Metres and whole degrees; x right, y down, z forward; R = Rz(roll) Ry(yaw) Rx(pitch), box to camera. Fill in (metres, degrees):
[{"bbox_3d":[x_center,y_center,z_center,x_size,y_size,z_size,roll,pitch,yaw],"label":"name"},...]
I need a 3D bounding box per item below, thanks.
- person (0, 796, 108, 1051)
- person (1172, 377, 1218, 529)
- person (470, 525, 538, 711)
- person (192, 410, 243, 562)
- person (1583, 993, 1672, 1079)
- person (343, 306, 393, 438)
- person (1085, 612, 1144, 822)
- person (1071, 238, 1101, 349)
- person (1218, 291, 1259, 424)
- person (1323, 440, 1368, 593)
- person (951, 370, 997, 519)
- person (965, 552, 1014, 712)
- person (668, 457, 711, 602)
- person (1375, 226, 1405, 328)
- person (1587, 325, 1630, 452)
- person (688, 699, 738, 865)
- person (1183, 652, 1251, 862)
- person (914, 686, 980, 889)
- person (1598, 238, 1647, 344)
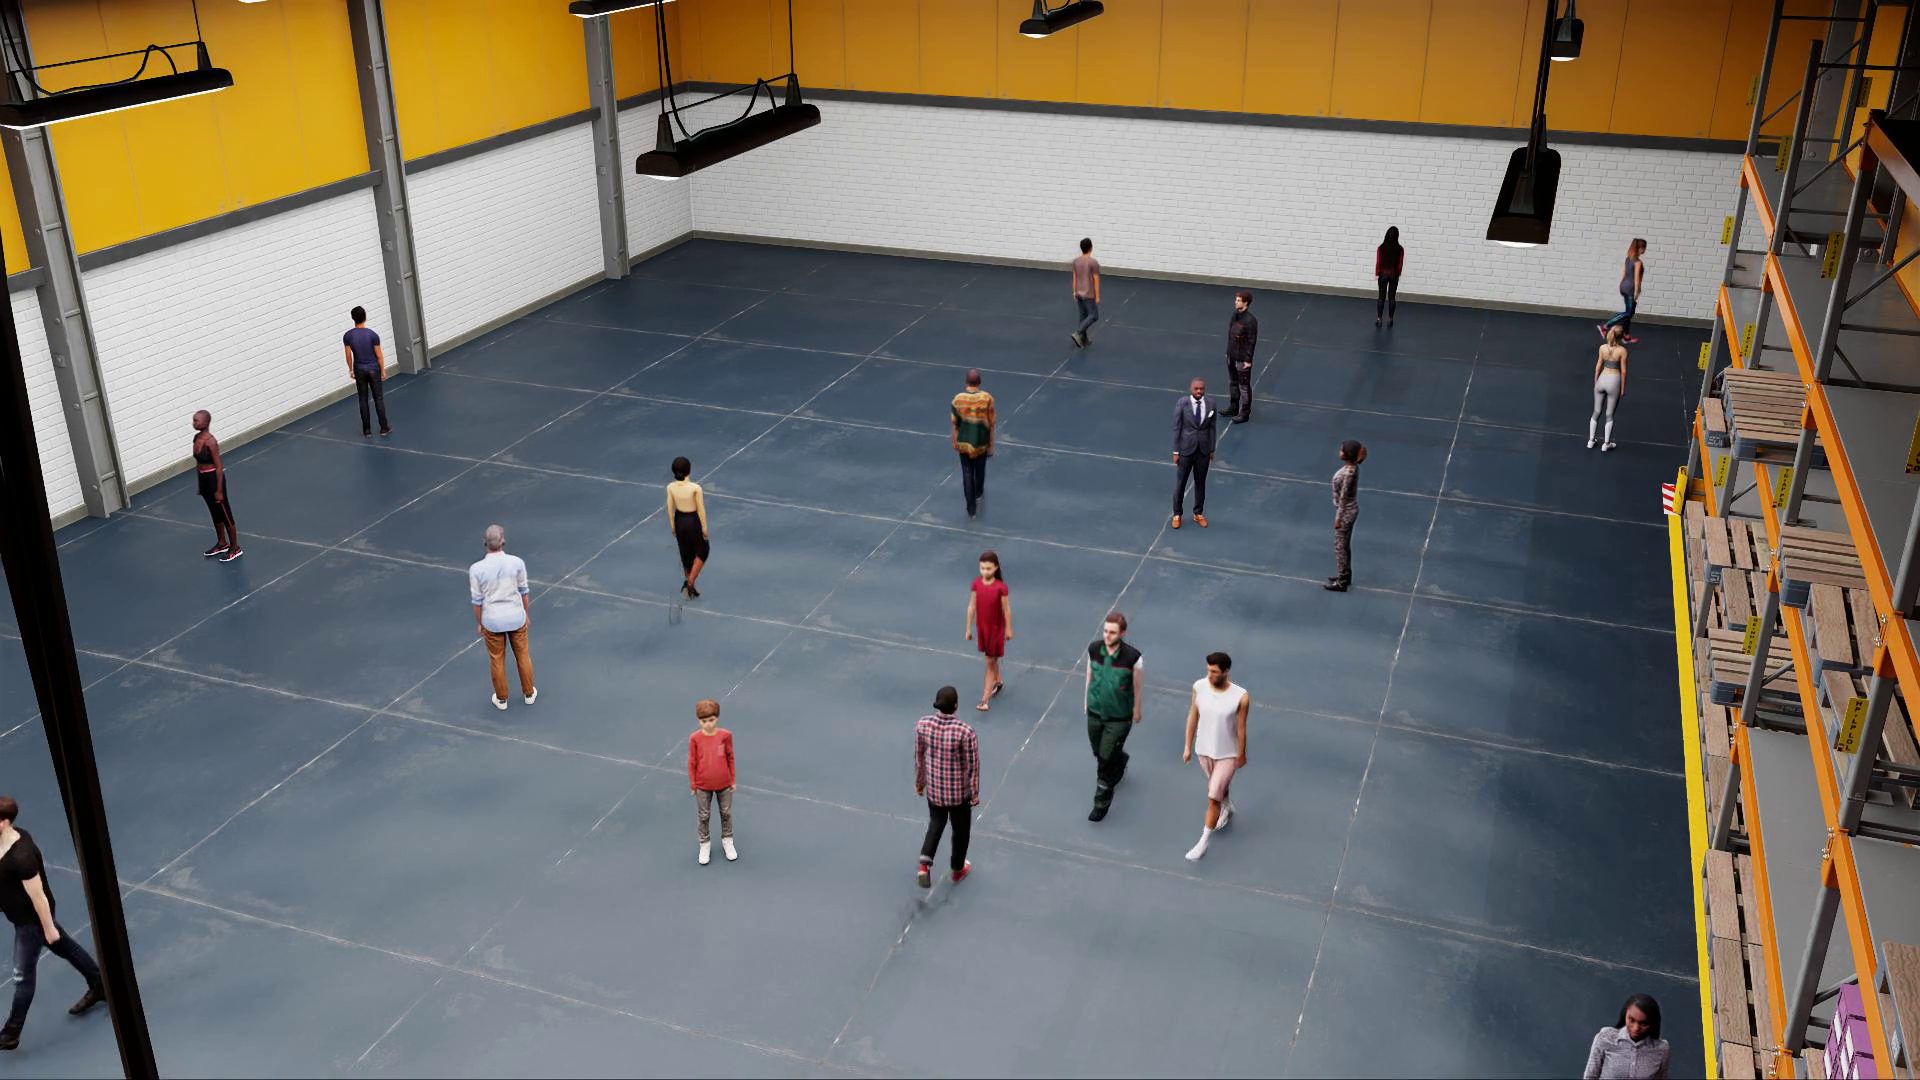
[{"bbox_3d":[-6.261,2.540,11.409,1.273,1.855,1.043,-19,30,-37],"label":"person"},{"bbox_3d":[2.759,-1.055,19.671,0.783,1.824,0.776,-3,24,-6],"label":"person"},{"bbox_3d":[-4.275,0.723,15.599,0.763,1.827,0.808,-9,25,-20],"label":"person"},{"bbox_3d":[-8.427,-0.639,18.802,0.645,1.757,0.627,17,29,33],"label":"person"},{"bbox_3d":[3.840,3.363,9.687,0.596,1.725,0.507,9,25,20],"label":"person"},{"bbox_3d":[-8.039,-2.289,22.532,0.715,1.793,0.706,-4,24,-9],"label":"person"},{"bbox_3d":[1.299,1.416,14.026,0.778,1.817,1.153,13,27,28],"label":"person"},{"bbox_3d":[1.935,-3.837,26.102,0.820,1.770,0.965,19,30,37],"label":"person"},{"bbox_3d":[3.902,-2.553,23.079,0.844,1.838,0.777,-10,26,-22],"label":"person"},{"bbox_3d":[4.177,-0.270,18.011,0.617,1.715,0.488,7,25,16],"label":"person"},{"bbox_3d":[0.150,-1.126,19.892,0.920,1.776,1.168,1,24,1],"label":"person"},{"bbox_3d":[0.318,0.798,15.805,0.610,1.523,0.979,10,26,22],"label":"person"},{"bbox_3d":[-2.908,-0.076,17.654,0.614,1.646,0.709,7,24,15],"label":"person"},{"bbox_3d":[7.061,-4.339,27.392,0.633,1.656,0.586,3,24,6],"label":"person"},{"bbox_3d":[8.599,-2.030,22.050,0.648,1.703,0.659,20,31,38],"label":"person"},{"bbox_3d":[-1.987,1.923,13.366,0.601,1.416,0.635,-5,24,-12],"label":"person"},{"bbox_3d":[2.135,1.678,13.530,0.877,1.734,1.210,18,29,35],"label":"person"},{"bbox_3d":[-0.119,1.950,12.895,0.718,1.745,0.864,10,26,22],"label":"person"},{"bbox_3d":[10.526,-3.909,26.349,0.895,1.704,0.991,-3,24,-6],"label":"person"}]
